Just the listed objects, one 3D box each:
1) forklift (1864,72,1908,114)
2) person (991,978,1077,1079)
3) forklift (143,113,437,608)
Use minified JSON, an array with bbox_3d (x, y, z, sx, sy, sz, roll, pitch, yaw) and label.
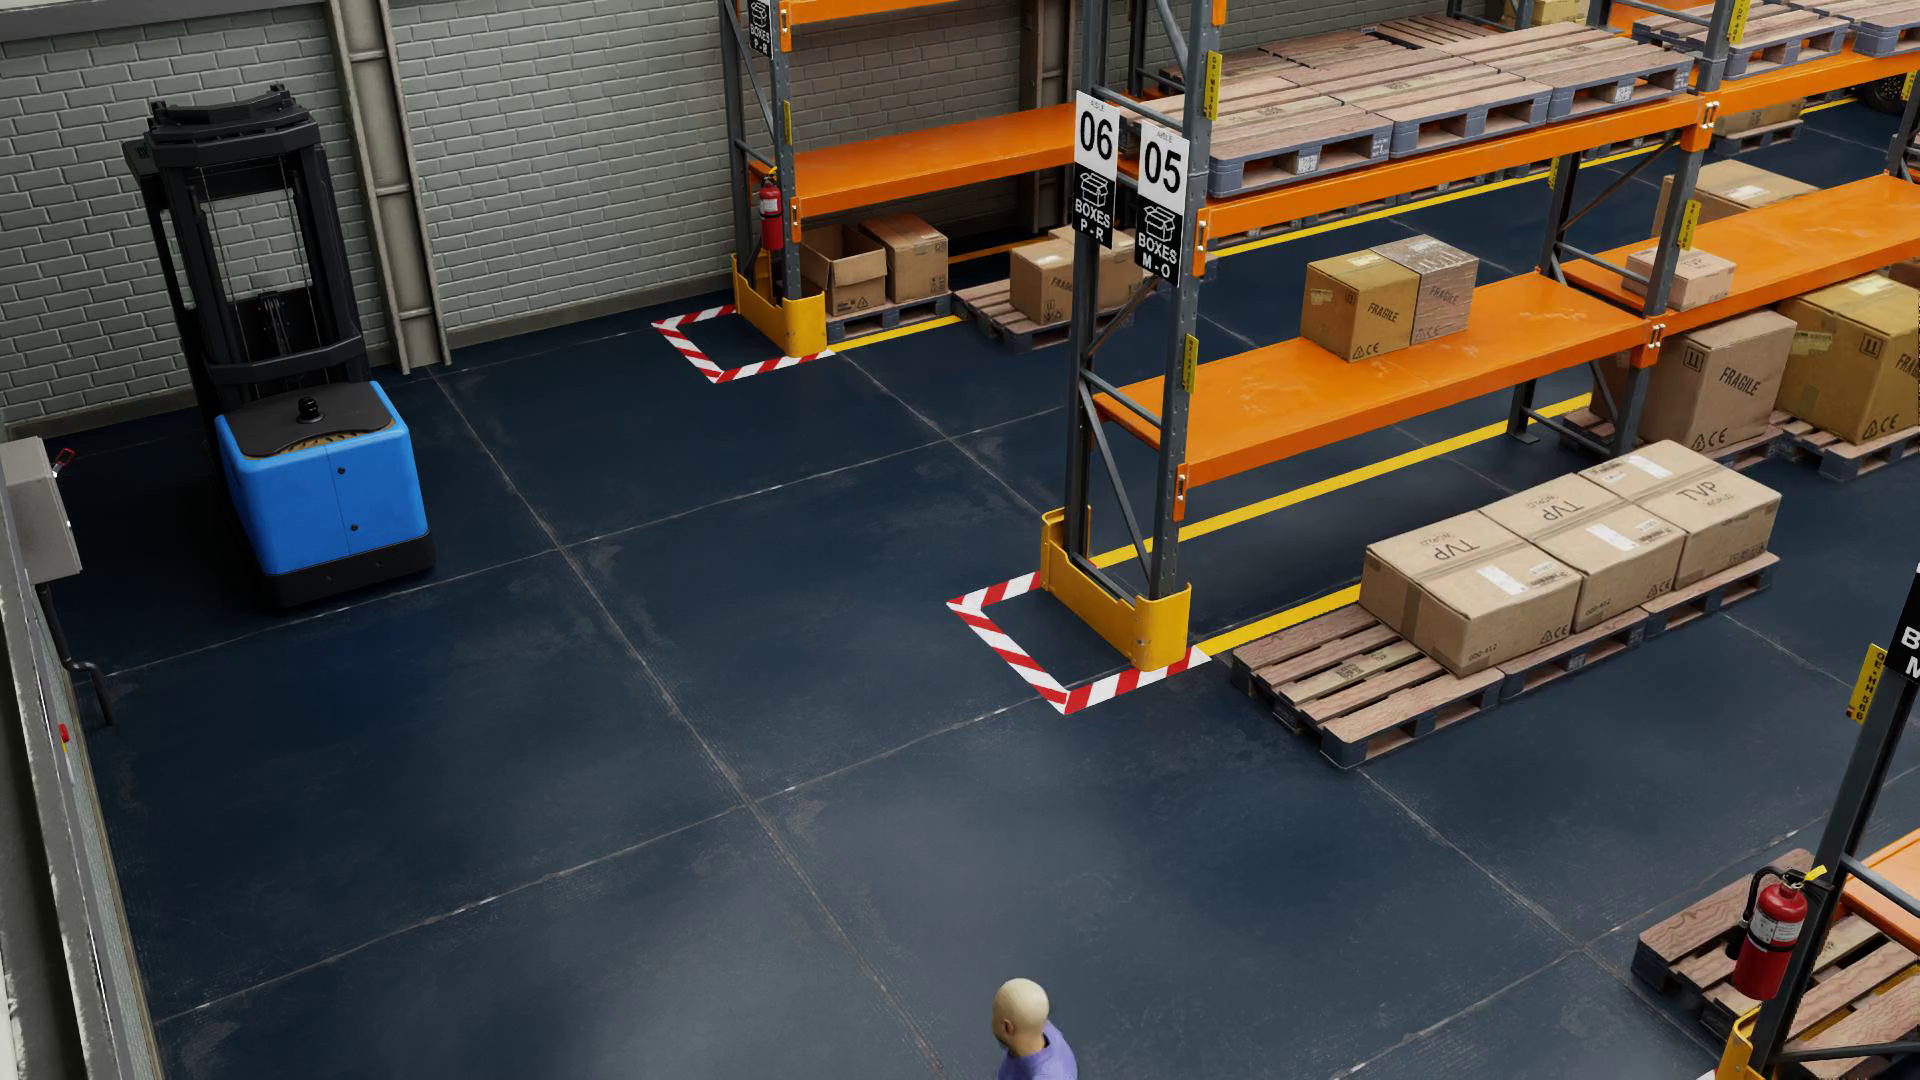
[{"bbox_3d":[11.468,-5.645,18.244,1.214,2.155,2.313,-17,36,-26],"label":"forklift"},{"bbox_3d":[0.302,2.273,5.846,0.412,1.762,0.666,0,32,0],"label":"person"},{"bbox_3d":[-4.289,-1.259,10.509,1.129,2.768,1.873,-17,36,-26],"label":"forklift"}]
